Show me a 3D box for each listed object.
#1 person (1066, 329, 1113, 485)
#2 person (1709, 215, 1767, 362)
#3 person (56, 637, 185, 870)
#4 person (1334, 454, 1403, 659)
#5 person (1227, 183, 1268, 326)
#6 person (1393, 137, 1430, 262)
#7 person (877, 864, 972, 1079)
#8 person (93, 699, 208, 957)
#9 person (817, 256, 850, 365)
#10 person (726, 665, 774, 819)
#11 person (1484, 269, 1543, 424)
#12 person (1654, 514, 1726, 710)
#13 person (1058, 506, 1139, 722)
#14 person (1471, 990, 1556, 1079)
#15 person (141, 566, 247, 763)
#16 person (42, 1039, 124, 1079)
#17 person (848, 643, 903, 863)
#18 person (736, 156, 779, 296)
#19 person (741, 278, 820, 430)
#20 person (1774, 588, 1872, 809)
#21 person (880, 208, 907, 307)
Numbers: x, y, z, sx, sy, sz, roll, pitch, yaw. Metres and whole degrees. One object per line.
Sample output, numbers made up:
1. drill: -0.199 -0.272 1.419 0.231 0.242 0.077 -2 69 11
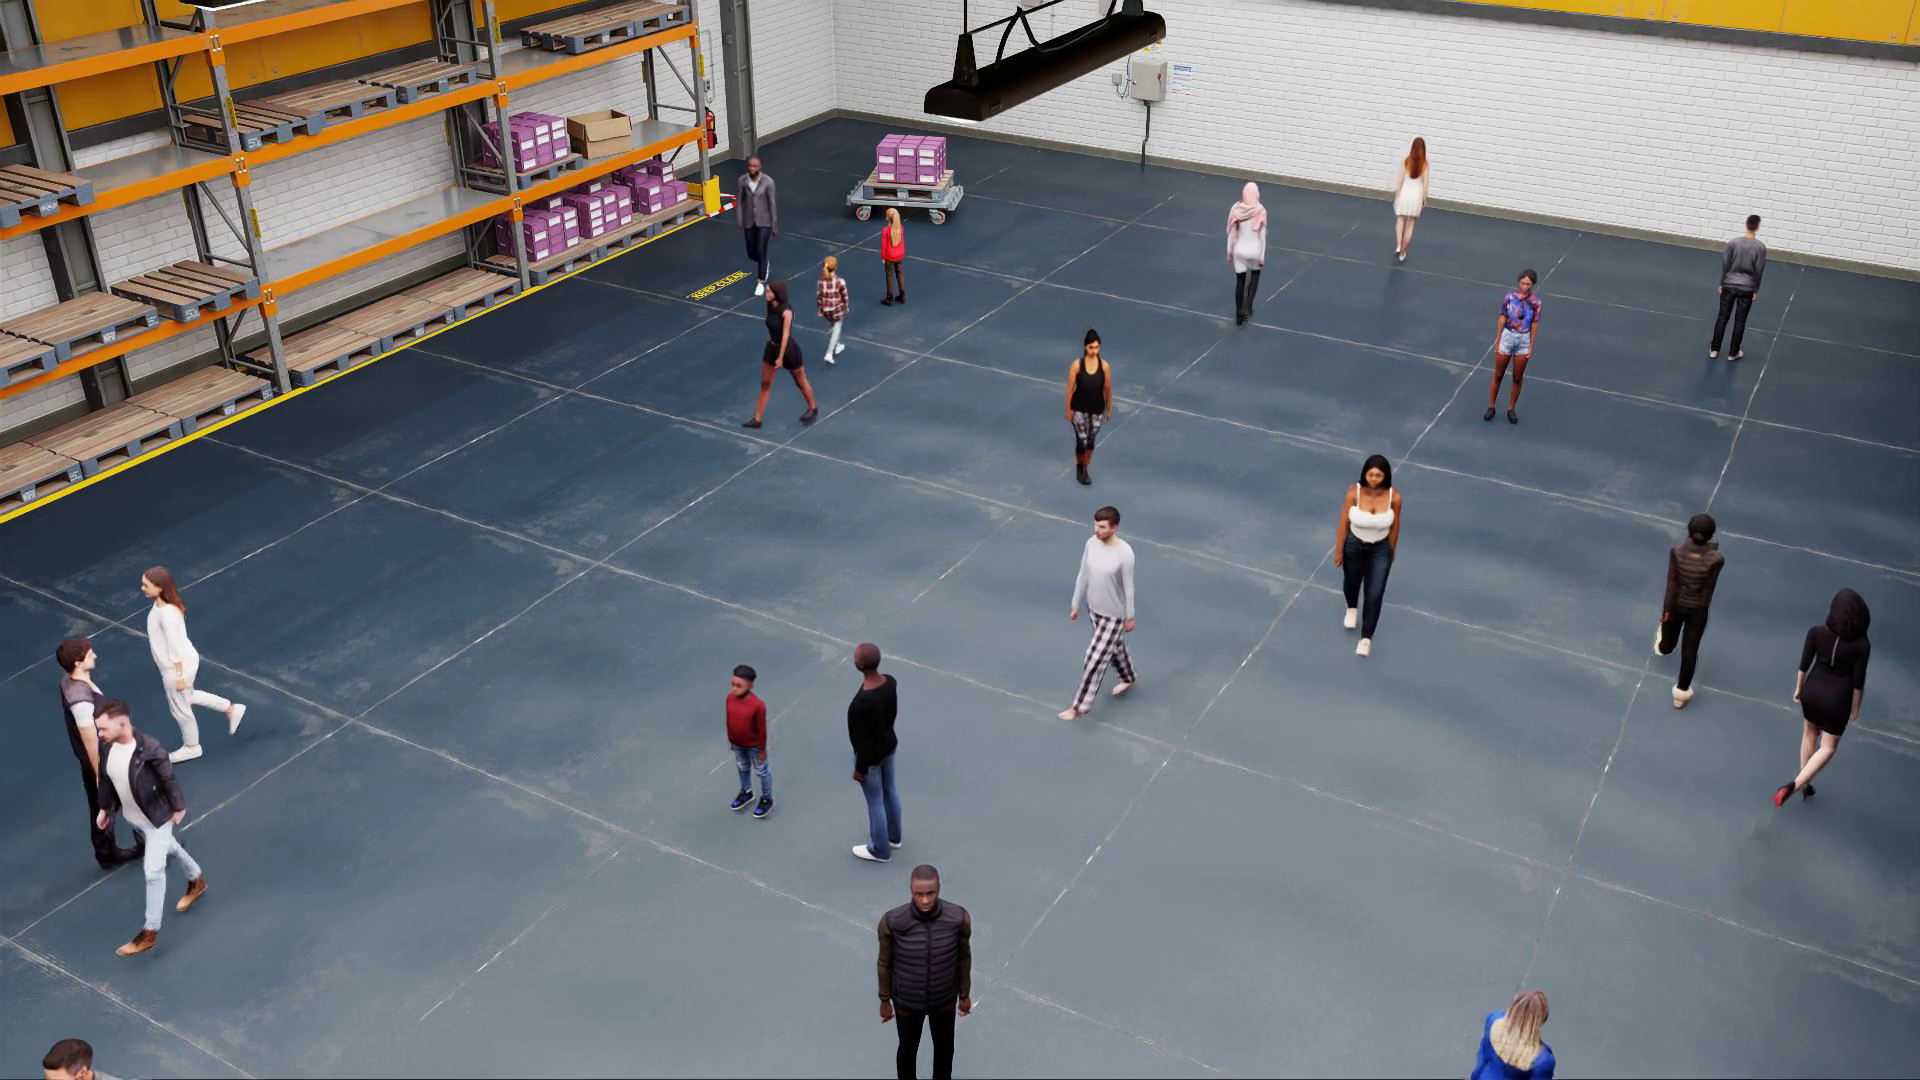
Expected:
1. person: 1.286 -1.372 16.974 0.697 1.655 0.755 -7 29 -12
2. person: 9.312 -3.020 19.880 0.625 1.766 0.548 18 33 29
3. person: -6.024 1.524 11.478 0.931 1.834 0.865 -19 34 -31
4. person: 3.472 0.060 14.238 0.822 1.762 1.213 8 30 15
5. person: 3.586 -3.556 20.838 0.717 1.790 0.720 9 30 17
6. person: 6.224 -4.695 23.017 0.635 1.702 0.683 10 30 18
7. person: -0.197 2.599 9.505 0.774 1.836 0.806 -4 29 -8
8. person: -5.335 1.771 11.068 0.745 1.793 1.121 10 30 18
9. person: -1.527 -2.731 19.851 0.611 1.286 0.930 10 30 18
10. person: -1.542 1.452 12.216 0.493 1.254 0.485 14 32 24
11. person: 6.103 -2.152 18.304 0.633 1.751 0.589 8 30 15
12. person: 5.951 0.517 13.525 0.591 1.642 0.923 15 32 25
13. person: 1.233 0.541 13.322 1.251 1.794 0.902 -23 36 -36
14. person: 2.829 3.058 8.817 0.951 1.691 0.848 -16 33 -27
15. person: -5.912 0.932 12.731 0.993 1.675 0.864 -15 32 -25
16. person: -4.204 3.156 8.470 0.829 1.851 0.890 6 29 11
17. person: -0.584 1.481 11.647 0.646 1.748 0.470 16 32 26
18. person: -2.651 -4.187 21.984 0.918 1.800 1.103 5 29 10
19. person: -1.839 -2.014 18.118 1.230 1.688 0.815 -25 38 -38
20. person: 6.240 1.230 12.071 1.034 1.782 0.822 -22 36 -35
21. person: -0.864 -3.686 21.607 0.523 1.281 0.620 -19 34 -31
